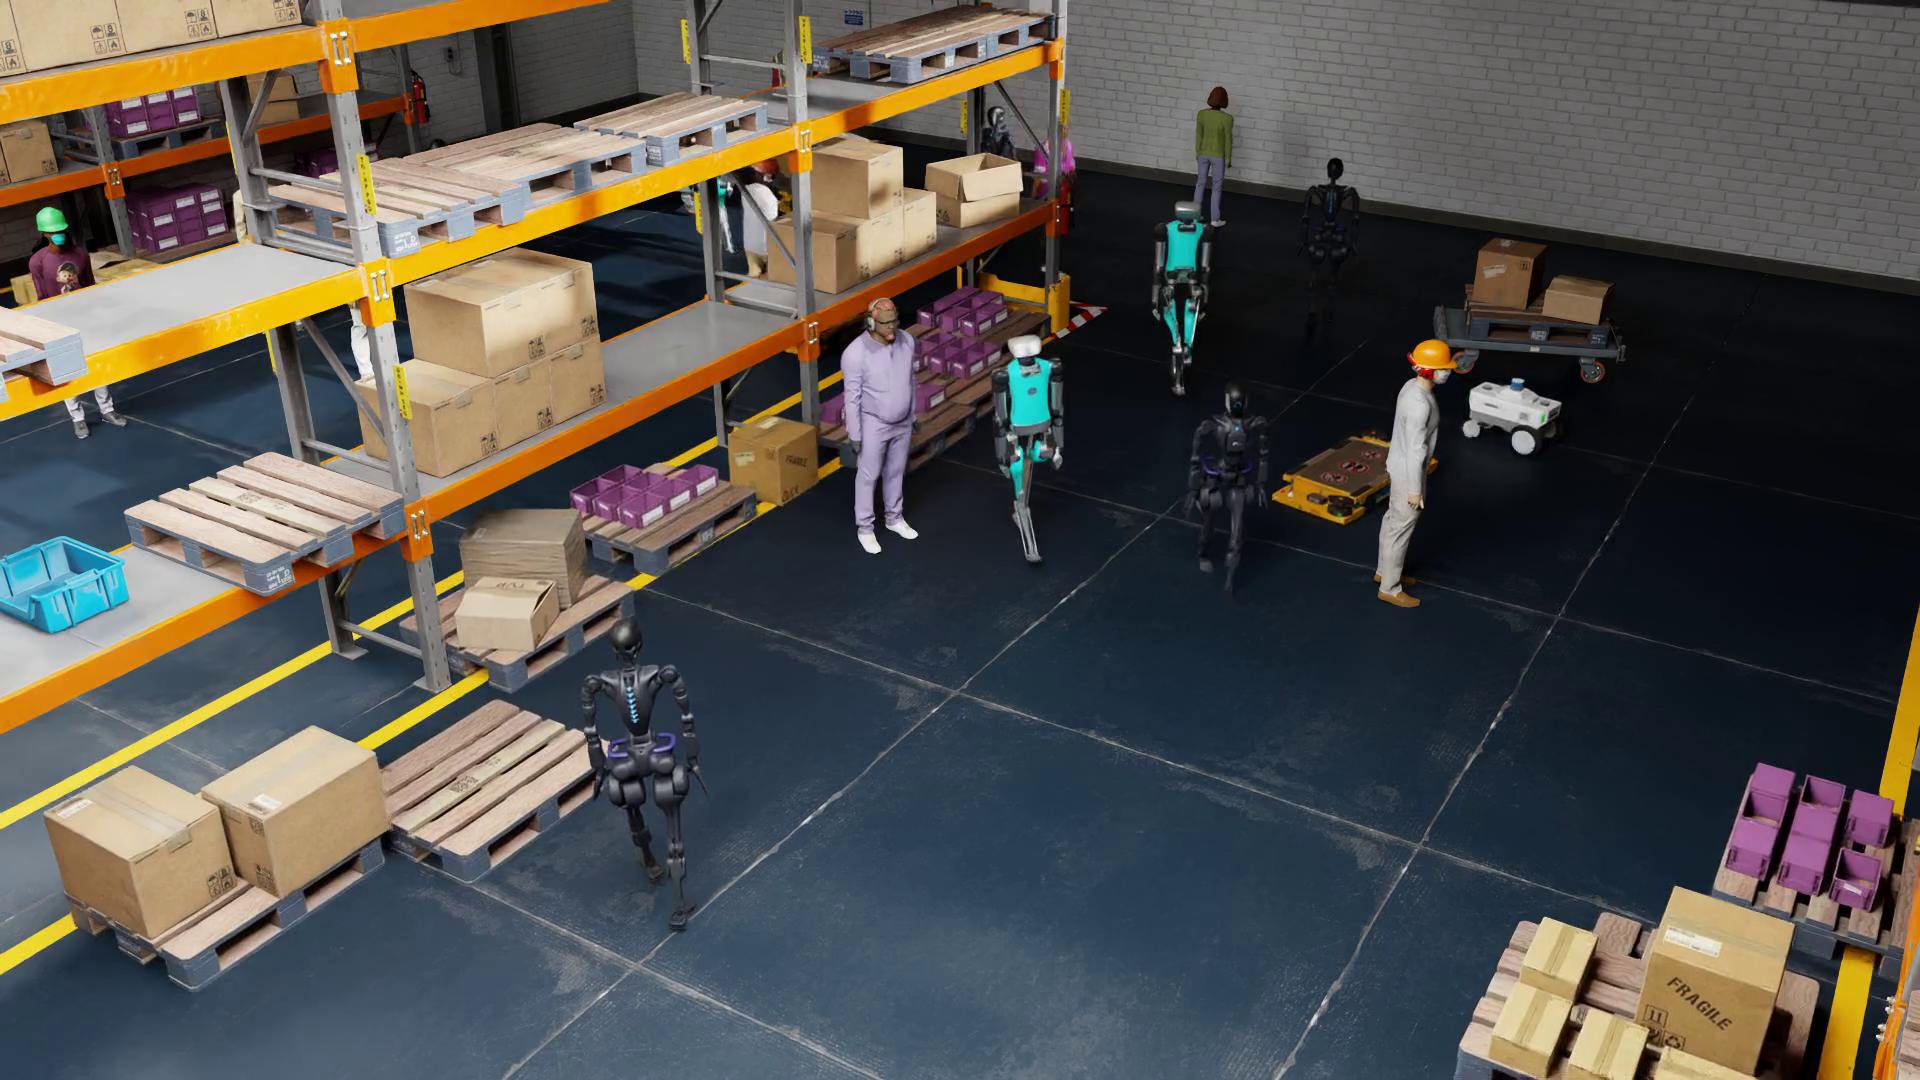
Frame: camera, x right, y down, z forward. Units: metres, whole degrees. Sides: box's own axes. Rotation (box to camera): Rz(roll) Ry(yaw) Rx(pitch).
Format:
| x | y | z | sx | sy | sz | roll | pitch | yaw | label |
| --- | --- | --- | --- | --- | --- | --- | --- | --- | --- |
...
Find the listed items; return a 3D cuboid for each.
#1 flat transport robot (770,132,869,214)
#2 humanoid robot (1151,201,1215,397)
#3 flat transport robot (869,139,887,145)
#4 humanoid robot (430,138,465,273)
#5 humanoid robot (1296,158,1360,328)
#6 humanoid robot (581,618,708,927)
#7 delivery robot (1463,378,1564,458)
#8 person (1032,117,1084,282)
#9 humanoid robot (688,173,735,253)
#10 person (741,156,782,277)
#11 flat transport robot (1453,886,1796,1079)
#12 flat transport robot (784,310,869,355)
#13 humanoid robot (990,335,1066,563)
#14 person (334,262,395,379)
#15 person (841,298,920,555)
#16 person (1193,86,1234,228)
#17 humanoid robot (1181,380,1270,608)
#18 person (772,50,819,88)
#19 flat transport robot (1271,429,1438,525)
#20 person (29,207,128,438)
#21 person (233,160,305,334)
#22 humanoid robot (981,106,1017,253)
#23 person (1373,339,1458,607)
| x | y | z | sx | sy | sz | roll | pitch | yaw | label |
| --- | --- | --- | --- | --- | --- | --- | --- | --- | --- |
| -1.576 | -4.234 | 20.541 | 1.431 | 0.231 | 0.659 | -18 | 32 | -32 | flat transport robot |
| 1.966 | -2.046 | 14.593 | 0.545 | 1.724 | 1.004 | -2 | 27 | -4 | humanoid robot |
| -1.269 | -5.127 | 22.300 | 0.659 | 0.231 | 1.431 | -4 | 27 | -8 | flat transport robot |
| -5.357 | -3.295 | 17.145 | 0.605 | 1.645 | 0.479 | -2 | 27 | -5 | humanoid robot |
| 3.649 | -2.931 | 16.430 | 0.612 | 1.634 | 0.627 | 6 | 28 | 12 | humanoid robot |
| -1.583 | 1.135 | 8.434 | 0.584 | 1.622 | 0.699 | -4 | 27 | -8 | humanoid robot |
| 4.661 | -1.052 | 13.970 | 0.812 | 0.609 | 0.499 | 23 | 35 | 38 | delivery robot |
| 1.028 | -3.630 | 17.632 | 0.575 | 1.818 | 0.664 | 24 | 35 | 38 | person |
| -2.772 | -3.991 | 18.467 | 0.535 | 1.791 | 0.802 | -5 | 27 | -9 | humanoid robot |
| -1.988 | -2.905 | 16.324 | 0.735 | 1.710 | 0.560 | -24 | 35 | -38 | person |
| 2.866 | 2.470 | 7.332 | 0.659 | 0.231 | 1.431 | 16 | 31 | 28 | flat transport robot |
| -1.310 | -2.136 | 16.406 | 0.659 | 0.231 | 1.431 | 16 | 31 | 29 | flat transport robot |
| 0.436 | -0.709 | 12.012 | 0.579 | 1.741 | 1.071 | -7 | 28 | -14 | humanoid robot |
| -5.297 | -2.284 | 14.857 | 0.371 | 1.939 | 0.629 | 9 | 28 | 18 | person |
| -0.539 | -0.839 | 12.044 | 0.650 | 1.905 | 0.406 | -22 | 34 | -37 | person |
| 2.980 | -4.512 | 19.592 | 0.495 | 1.626 | 0.285 | 20 | 33 | 35 | person |
| 1.831 | -0.388 | 11.489 | 0.608 | 1.620 | 0.777 | -4 | 27 | -8 | humanoid robot |
| -2.121 | -5.674 | 21.649 | 0.622 | 1.838 | 0.431 | -3 | 27 | -7 | person |
| 3.150 | -0.509 | 13.202 | 0.659 | 0.231 | 1.431 | 23 | 35 | 38 | flat transport robot |
| -7.451 | -1.847 | 13.981 | 0.418 | 1.952 | 0.488 | 22 | 34 | 37 | person |
| -6.730 | -2.877 | 16.225 | 0.571 | 1.748 | 0.341 | -7 | 28 | -14 | person |
| 0.497 | -4.061 | 18.661 | 0.486 | 1.642 | 0.613 | -23 | 35 | -37 | humanoid robot |
| 3.091 | -0.469 | 11.327 | 0.374 | 1.894 | 0.584 | 5 | 27 | 9 | person |
